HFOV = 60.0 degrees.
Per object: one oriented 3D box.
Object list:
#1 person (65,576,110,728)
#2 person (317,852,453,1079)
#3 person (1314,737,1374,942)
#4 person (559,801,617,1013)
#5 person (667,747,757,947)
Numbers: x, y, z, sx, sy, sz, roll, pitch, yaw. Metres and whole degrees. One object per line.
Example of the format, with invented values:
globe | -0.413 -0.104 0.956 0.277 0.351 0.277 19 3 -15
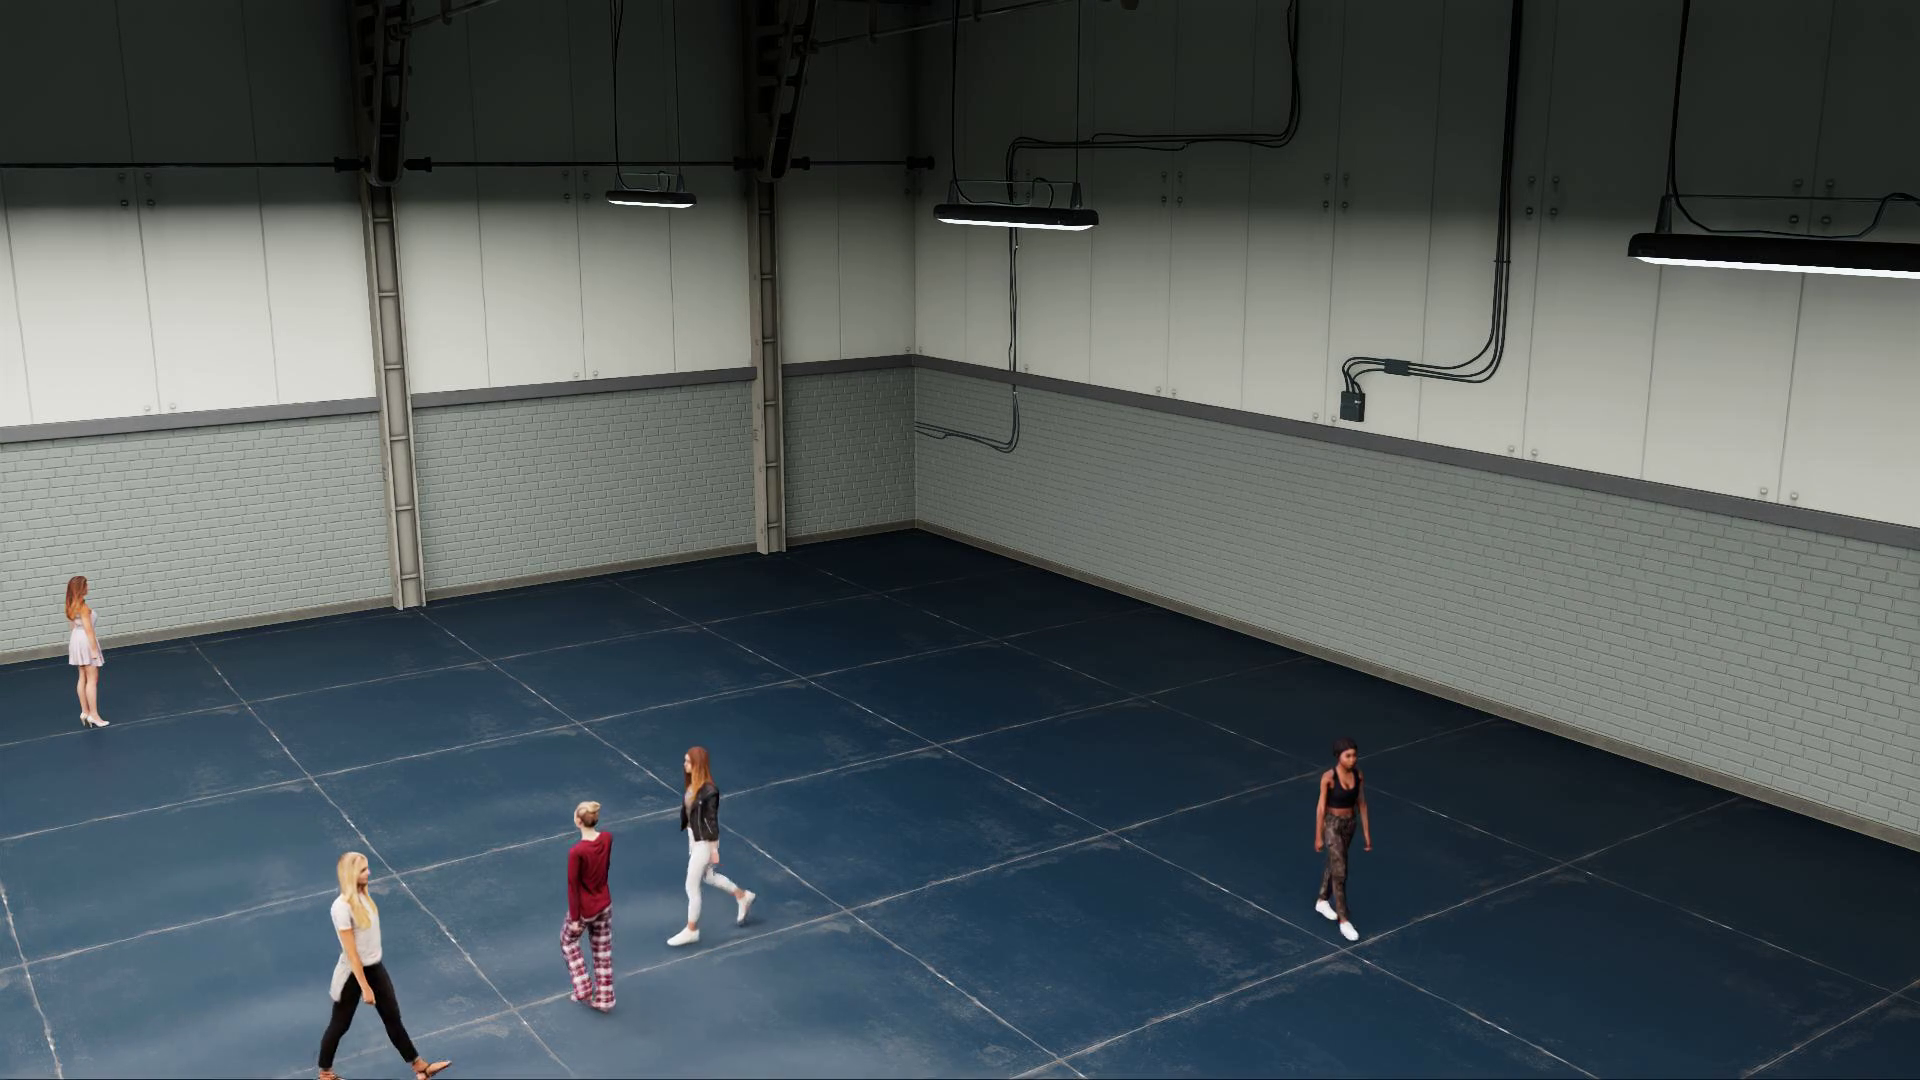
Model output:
person | -10.026 1.274 19.054 0.631 1.770 0.658 10 17 38
person | -4.250 3.024 11.469 1.234 1.781 1.080 0 13 1
person | 3.177 2.460 14.155 0.969 1.668 0.804 -5 14 -22
person | -2.758 2.802 12.647 0.785 1.683 0.707 10 16 37
person | -2.071 2.520 13.873 1.074 1.679 0.678 -7 15 -27
